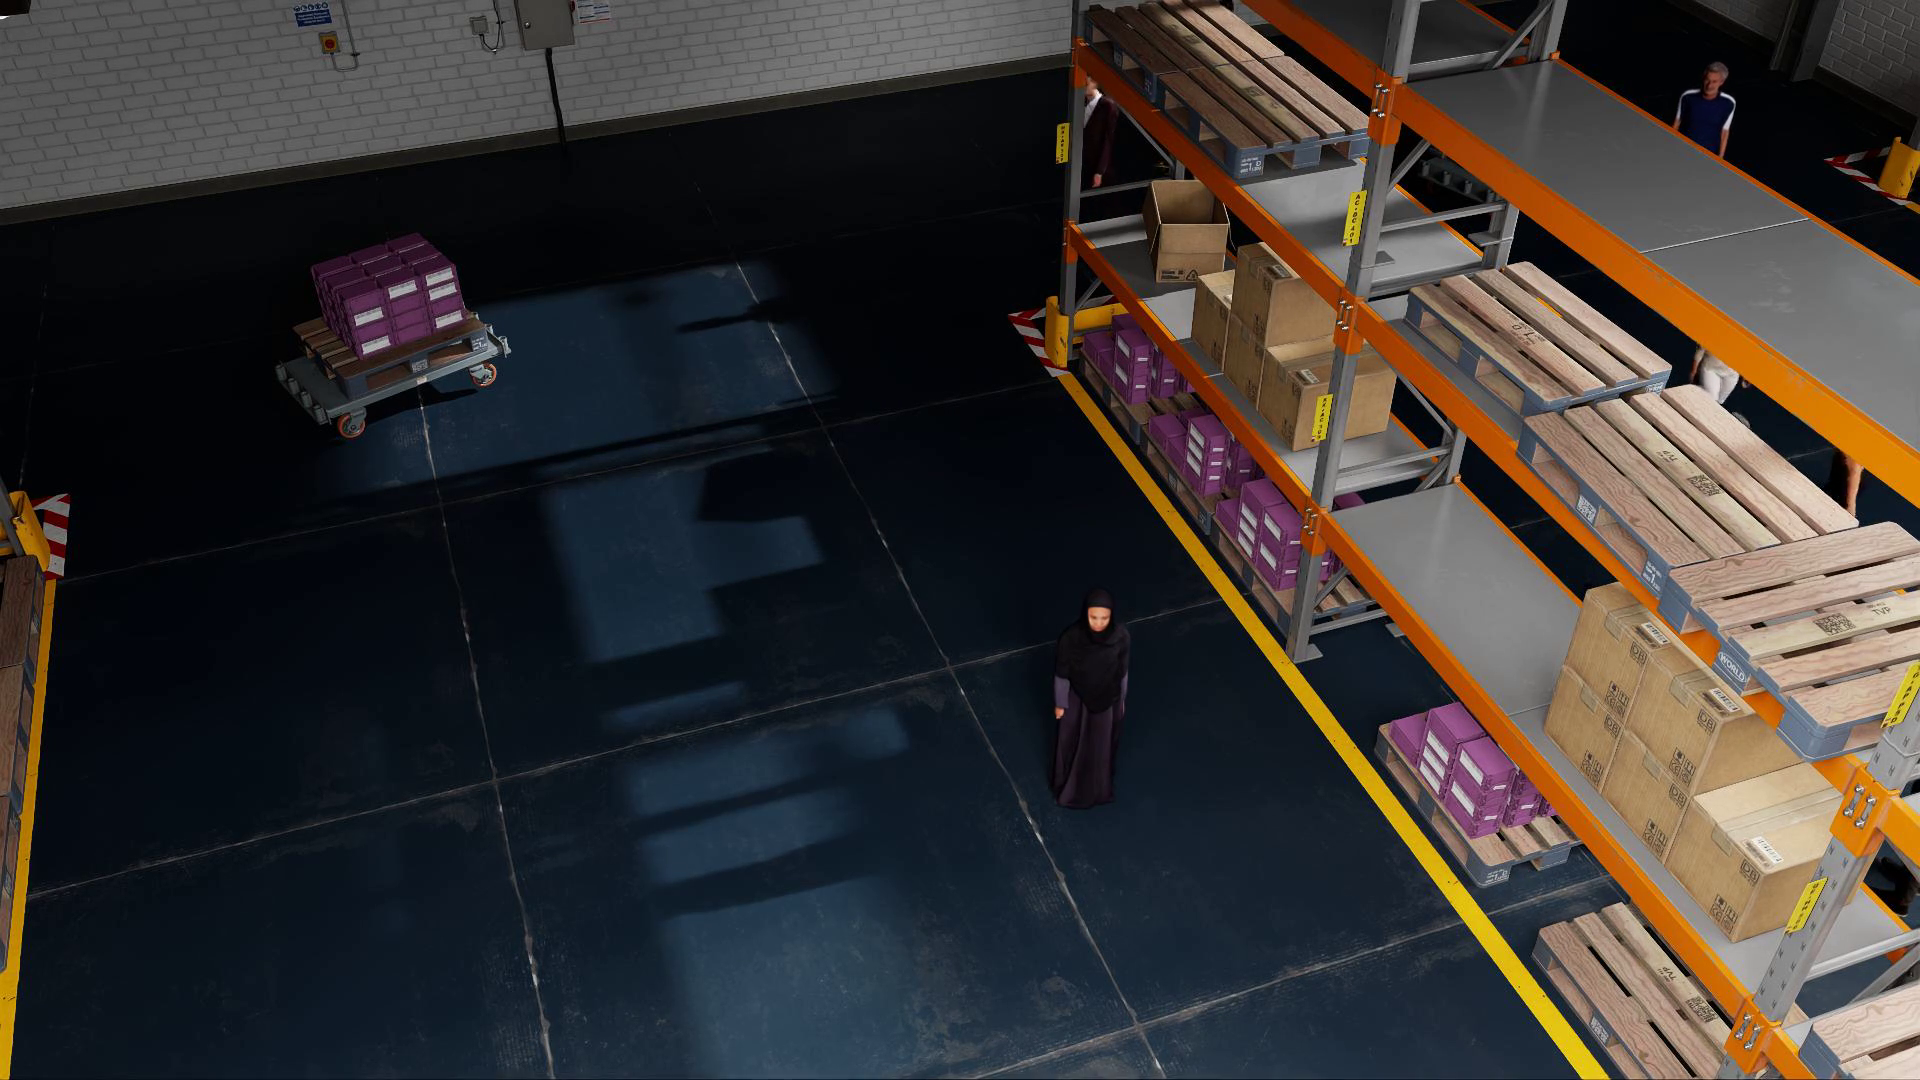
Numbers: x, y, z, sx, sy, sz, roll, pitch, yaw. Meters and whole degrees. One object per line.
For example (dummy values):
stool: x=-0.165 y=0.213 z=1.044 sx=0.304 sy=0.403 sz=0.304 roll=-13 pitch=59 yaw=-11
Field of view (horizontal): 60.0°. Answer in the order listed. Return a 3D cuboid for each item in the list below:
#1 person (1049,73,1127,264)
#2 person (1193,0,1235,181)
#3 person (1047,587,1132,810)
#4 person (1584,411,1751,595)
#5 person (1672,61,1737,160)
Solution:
person: x=1.268 y=-3.409 z=14.986 sx=1.030 sy=1.847 sz=1.174 roll=-31 pitch=48 yaw=-33
person: x=2.436 y=-4.335 z=16.211 sx=0.981 sy=1.766 sz=0.929 roll=31 pitch=48 yaw=33
person: x=0.776 y=0.912 z=9.761 sx=0.661 sy=1.615 sz=0.659 roll=-4 pitch=39 yaw=-5
person: x=4.839 y=0.032 z=10.728 sx=1.032 sy=1.784 sz=1.323 roll=-30 pitch=47 yaw=-32
person: x=6.707 y=-3.536 z=15.177 sx=0.962 sy=1.808 sz=1.028 roll=14 pitch=41 yaw=17
